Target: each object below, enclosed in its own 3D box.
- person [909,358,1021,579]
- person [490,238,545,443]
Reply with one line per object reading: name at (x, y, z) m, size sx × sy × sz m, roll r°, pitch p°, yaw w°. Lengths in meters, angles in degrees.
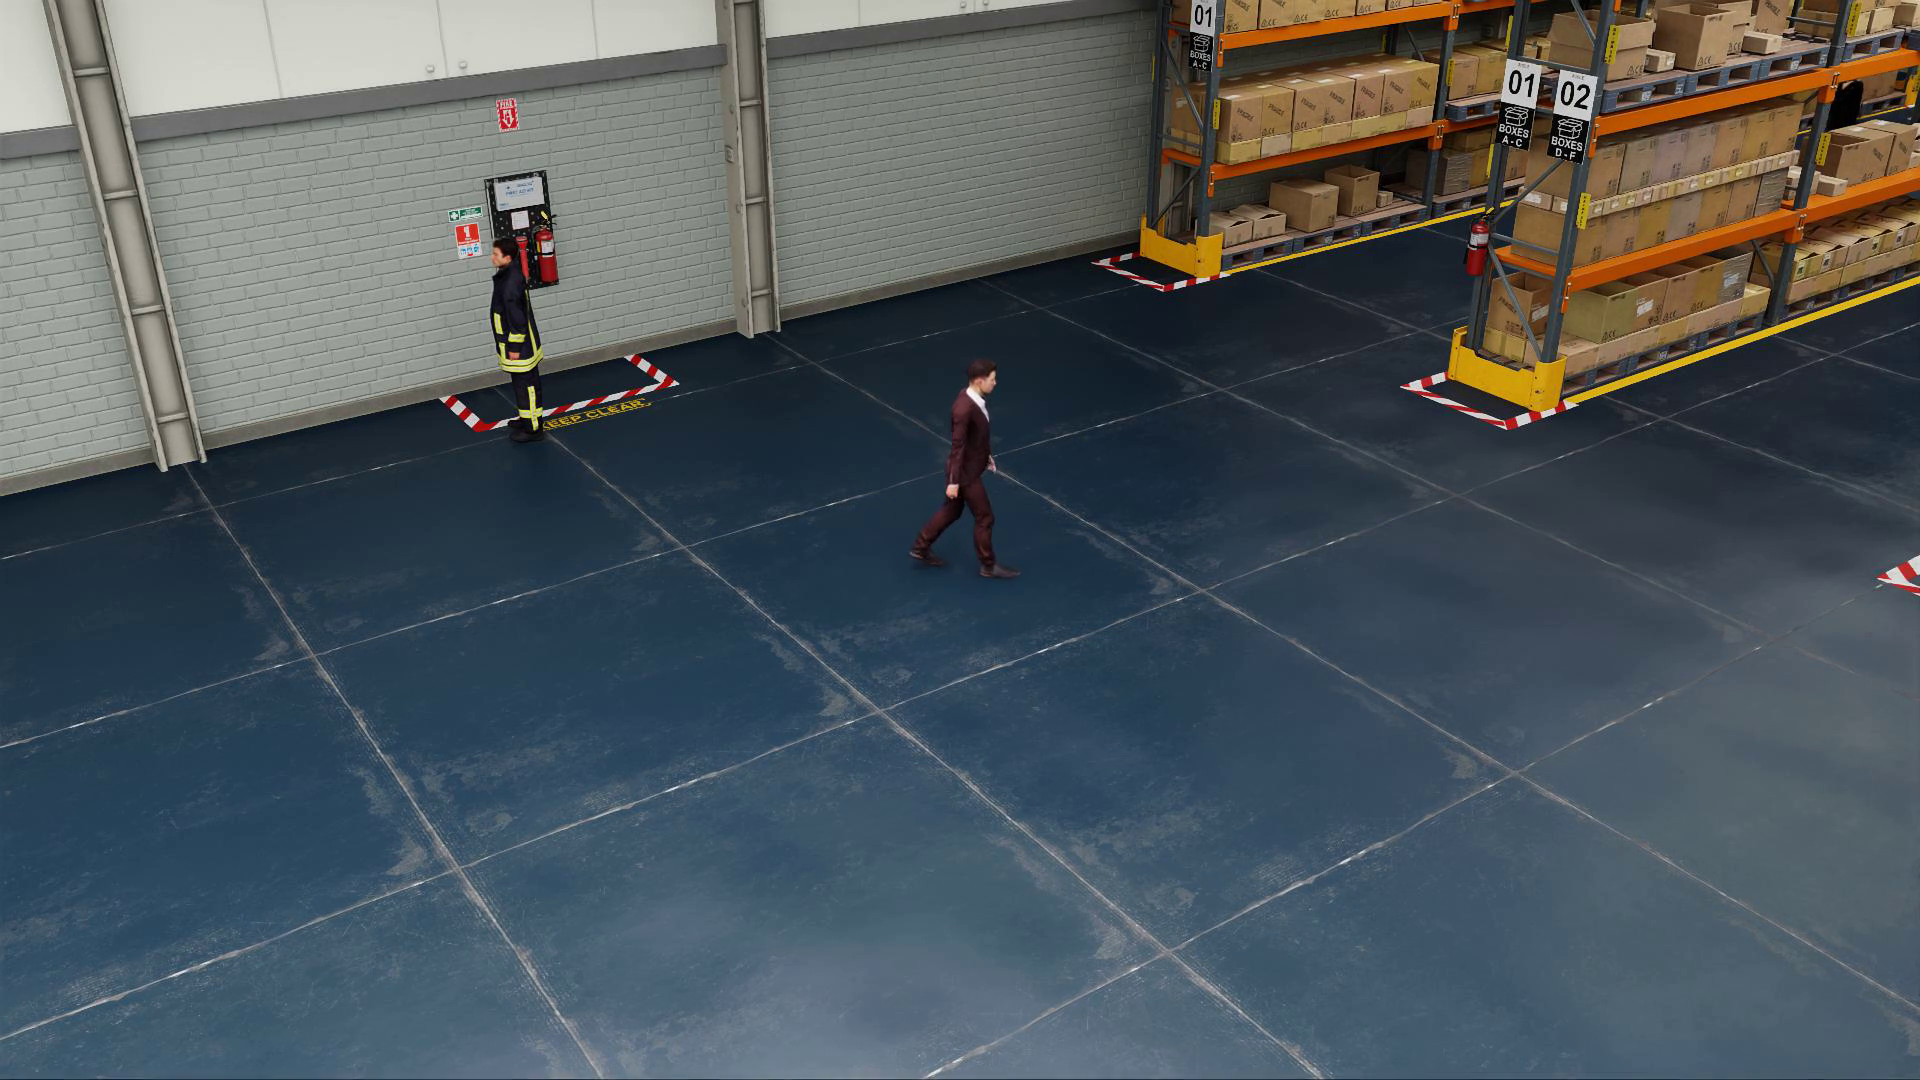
person at (-0.031, -0.547, 12.848) m, size 1.236 × 1.840 × 1.121 m, roll 1°, pitch 27°, yaw 2°
person at (-4.062, -1.853, 15.289) m, size 0.809 × 1.926 × 0.866 m, roll -7°, pitch 28°, yaw -13°
